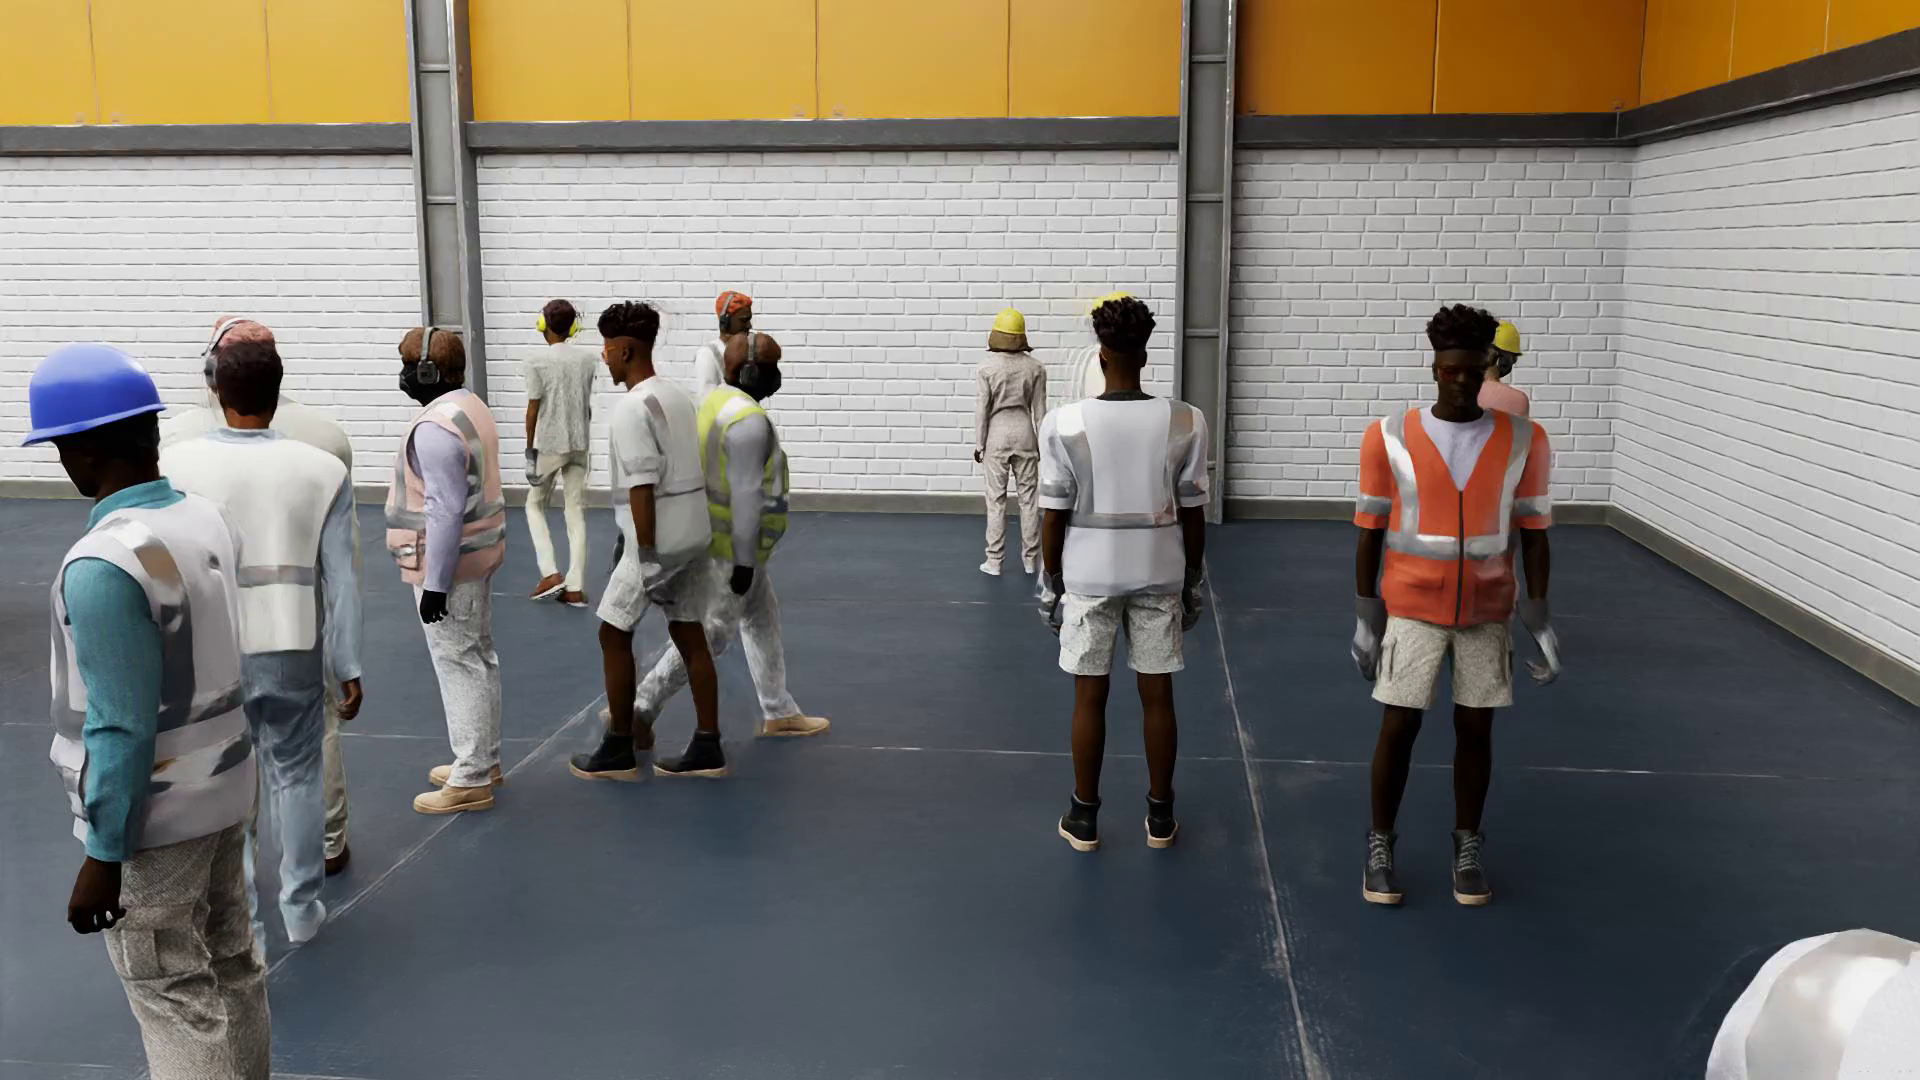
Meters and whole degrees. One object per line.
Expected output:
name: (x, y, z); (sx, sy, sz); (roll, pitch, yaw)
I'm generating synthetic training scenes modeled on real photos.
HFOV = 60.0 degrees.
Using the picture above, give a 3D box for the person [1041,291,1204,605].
person: (0.950, -0.516, 9.842); (1.004, 1.872, 0.607); (3, 10, 17)

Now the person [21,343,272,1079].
person: (-1.694, 0.560, 3.502); (0.401, 1.938, 0.602); (-1, 10, -4)

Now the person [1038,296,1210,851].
person: (0.571, 0.131, 5.876); (0.607, 1.967, 0.367); (-1, 10, -3)

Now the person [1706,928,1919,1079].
person: (0.692, 0.942, 1.079); (0.755, 2.025, 0.616); (-5, 11, -25)

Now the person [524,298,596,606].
person: (-2.406, -0.521, 9.989); (0.524, 1.838, 0.514); (-9, 13, -41)

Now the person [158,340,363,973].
person: (-2.069, 0.358, 4.884); (0.611, 1.873, 0.723); (-4, 11, -23)

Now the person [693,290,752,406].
person: (-1.352, -0.534, 9.912); (0.356, 1.886, 0.574); (4, 11, 19)

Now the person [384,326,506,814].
person: (-1.954, 0.113, 6.337); (0.429, 1.843, 0.627); (-1, 10, -4)

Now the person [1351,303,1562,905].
person: (1.608, 0.214, 5.414); (0.651, 1.962, 0.387); (1, 10, 6)

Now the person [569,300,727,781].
person: (-1.282, 0.012, 6.679); (0.766, 1.921, 0.602); (3, 10, 17)

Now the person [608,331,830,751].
person: (-1.035, 0.019, 7.025); (0.925, 1.803, 0.634); (-4, 11, -20)

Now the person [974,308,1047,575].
person: (0.325, -0.641, 10.924); (0.492, 1.746, 0.284); (-2, 10, -14)

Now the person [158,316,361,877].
person: (-2.335, 0.214, 5.551); (0.651, 1.913, 0.410); (-6, 12, -31)
